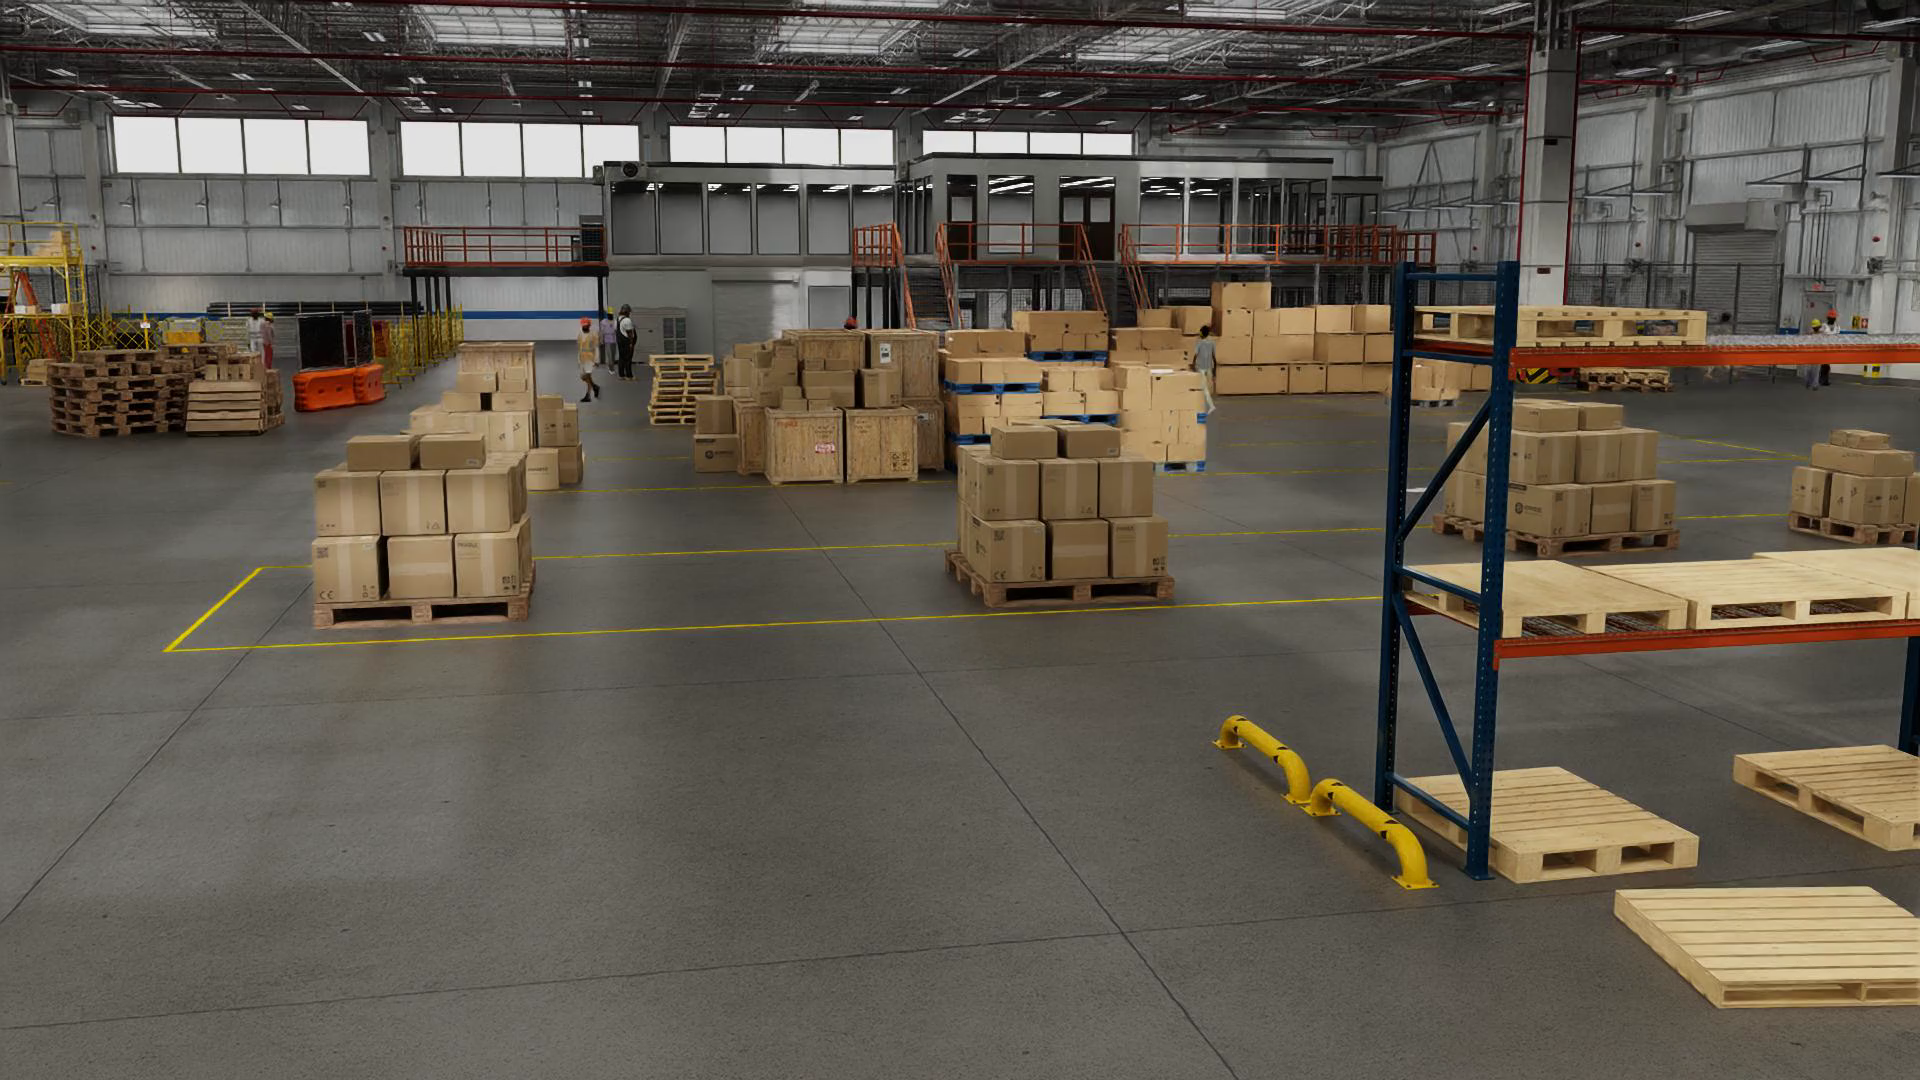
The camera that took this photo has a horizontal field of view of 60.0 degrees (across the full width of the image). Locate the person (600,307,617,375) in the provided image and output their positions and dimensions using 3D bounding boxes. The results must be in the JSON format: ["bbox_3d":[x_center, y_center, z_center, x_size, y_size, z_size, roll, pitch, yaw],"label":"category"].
[{"bbox_3d":[-9.829,-5.607,46.809,0.594,1.900,0.886,-4,10,-26],"label":"person"}]

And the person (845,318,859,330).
[{"bbox_3d":[-2.143,-3.295,32.350,0.649,2.026,0.394,1,9,6],"label":"person"}]

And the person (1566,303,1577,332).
[{"bbox_3d":[17.973,-6.049,49.330,0.605,1.948,0.391,1,9,6],"label":"person"}]

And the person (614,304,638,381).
[{"bbox_3d":[-8.838,-5.250,44.176,0.536,2.000,0.688,-9,13,-42],"label":"person"}]

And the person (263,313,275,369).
[{"bbox_3d":[-19.068,-5.400,45.956,0.348,1.756,0.518,-7,12,-38],"label":"person"}]

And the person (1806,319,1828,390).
[{"bbox_3d":[20.926,-4.528,40.670,0.539,1.742,0.398,4,10,25],"label":"person"}]

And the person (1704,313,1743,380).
[{"bbox_3d":[20.436,-5.168,44.448,0.975,1.787,0.643,5,10,27],"label":"person"}]

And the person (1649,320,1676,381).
[{"bbox_3d":[18.635,-5.156,44.137,0.654,1.867,0.907,0,9,-2],"label":"person"}]

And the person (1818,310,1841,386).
[{"bbox_3d":[22.023,-4.858,42.137,0.565,1.922,0.404,0,9,-3],"label":"person"}]

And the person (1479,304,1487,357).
[{"bbox_3d":[14.318,-5.470,45.665,0.387,1.992,0.622,-1,9,-3],"label":"person"}]

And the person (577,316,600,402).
[{"bbox_3d":[-8.311,-4.059,37.301,0.548,1.919,0.717,4,10,23],"label":"person"}]

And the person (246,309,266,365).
[{"bbox_3d":[-19.921,-5.632,47.161,0.596,1.835,0.973,-1,9,-8],"label":"person"}]

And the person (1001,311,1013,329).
[{"bbox_3d":[1.312,-4.755,41.525,0.765,1.912,0.651,-4,10,-24],"label":"person"}]

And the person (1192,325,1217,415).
[{"bbox_3d":[5.026,-3.492,34.107,0.529,1.836,0.941,-5,10,-27],"label":"person"}]
